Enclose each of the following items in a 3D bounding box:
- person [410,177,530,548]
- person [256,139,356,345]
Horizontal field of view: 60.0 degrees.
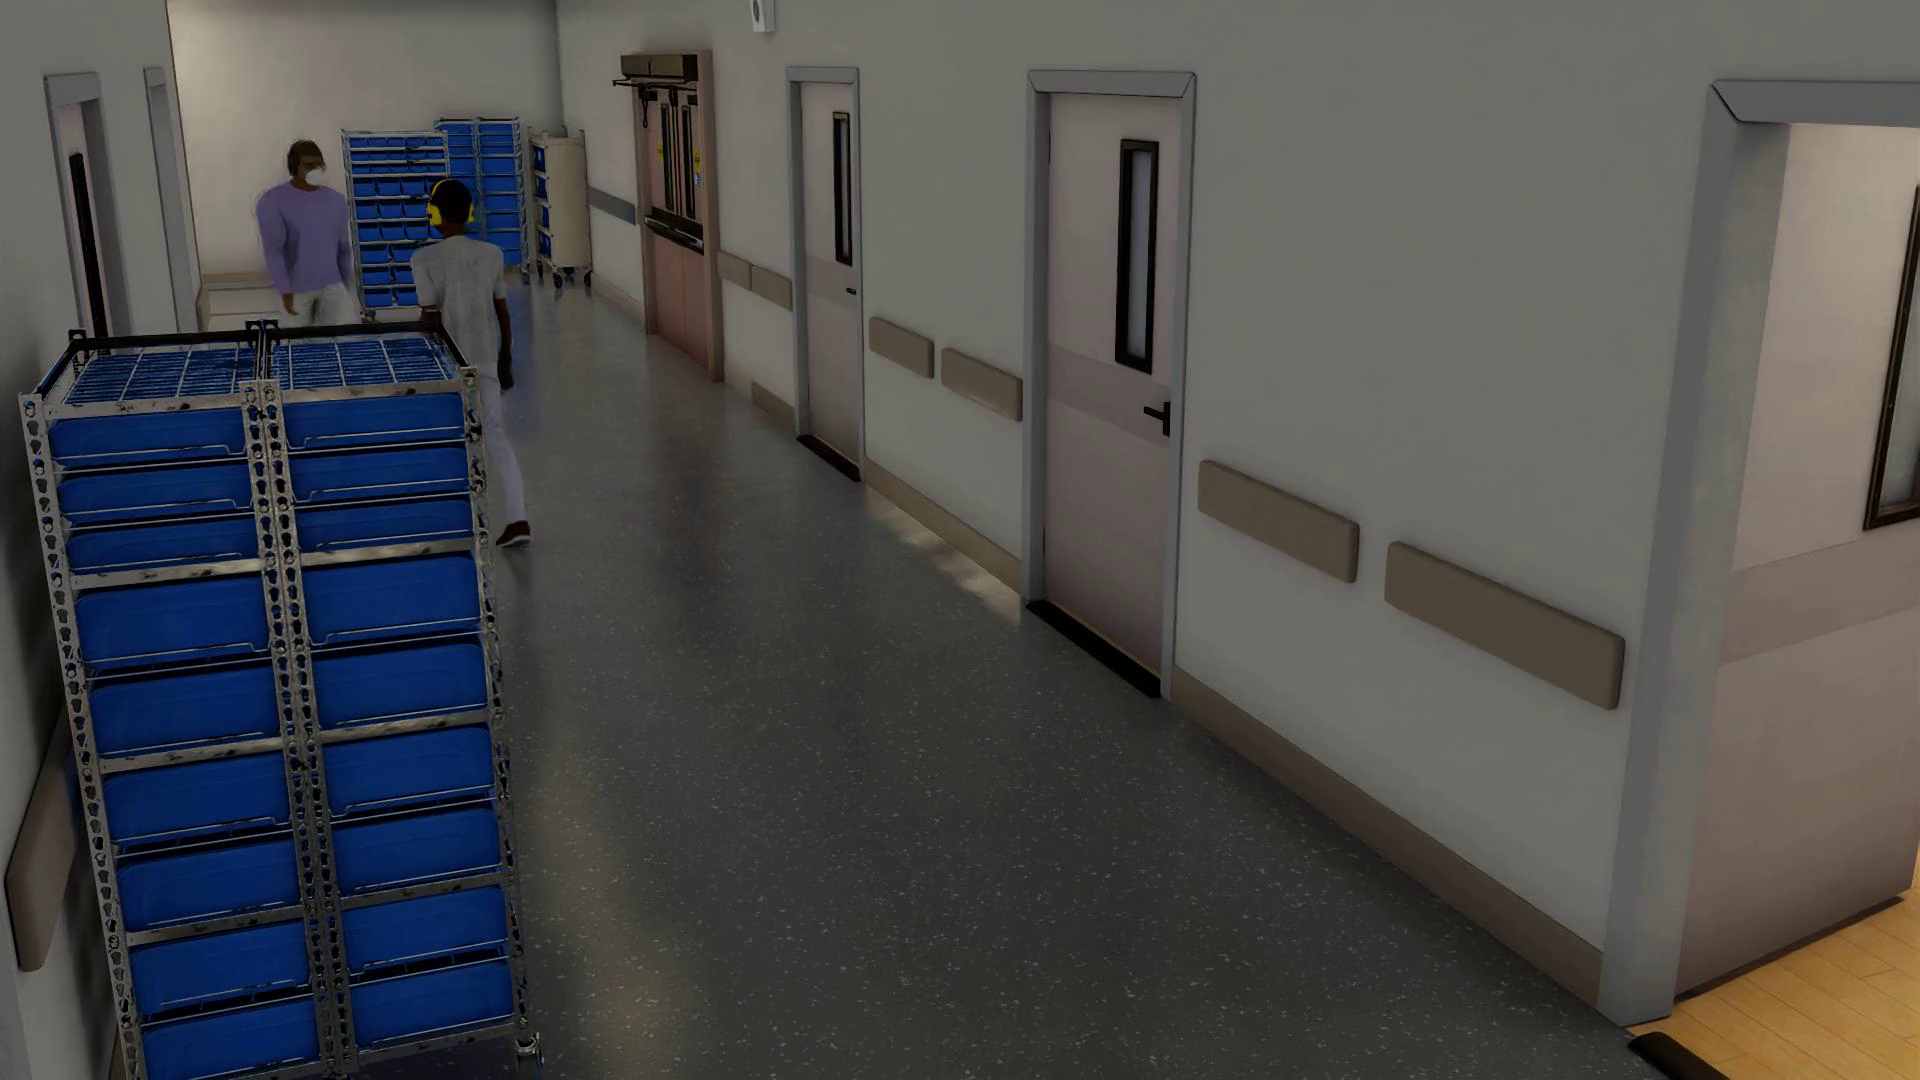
[{"bbox_3d":[-2.446,-0.876,8.289,0.534,1.833,0.988,-13,21,-38],"label":"person"},{"bbox_3d":[-4.163,-1.611,10.721,0.992,1.892,0.645,15,22,42],"label":"person"}]
